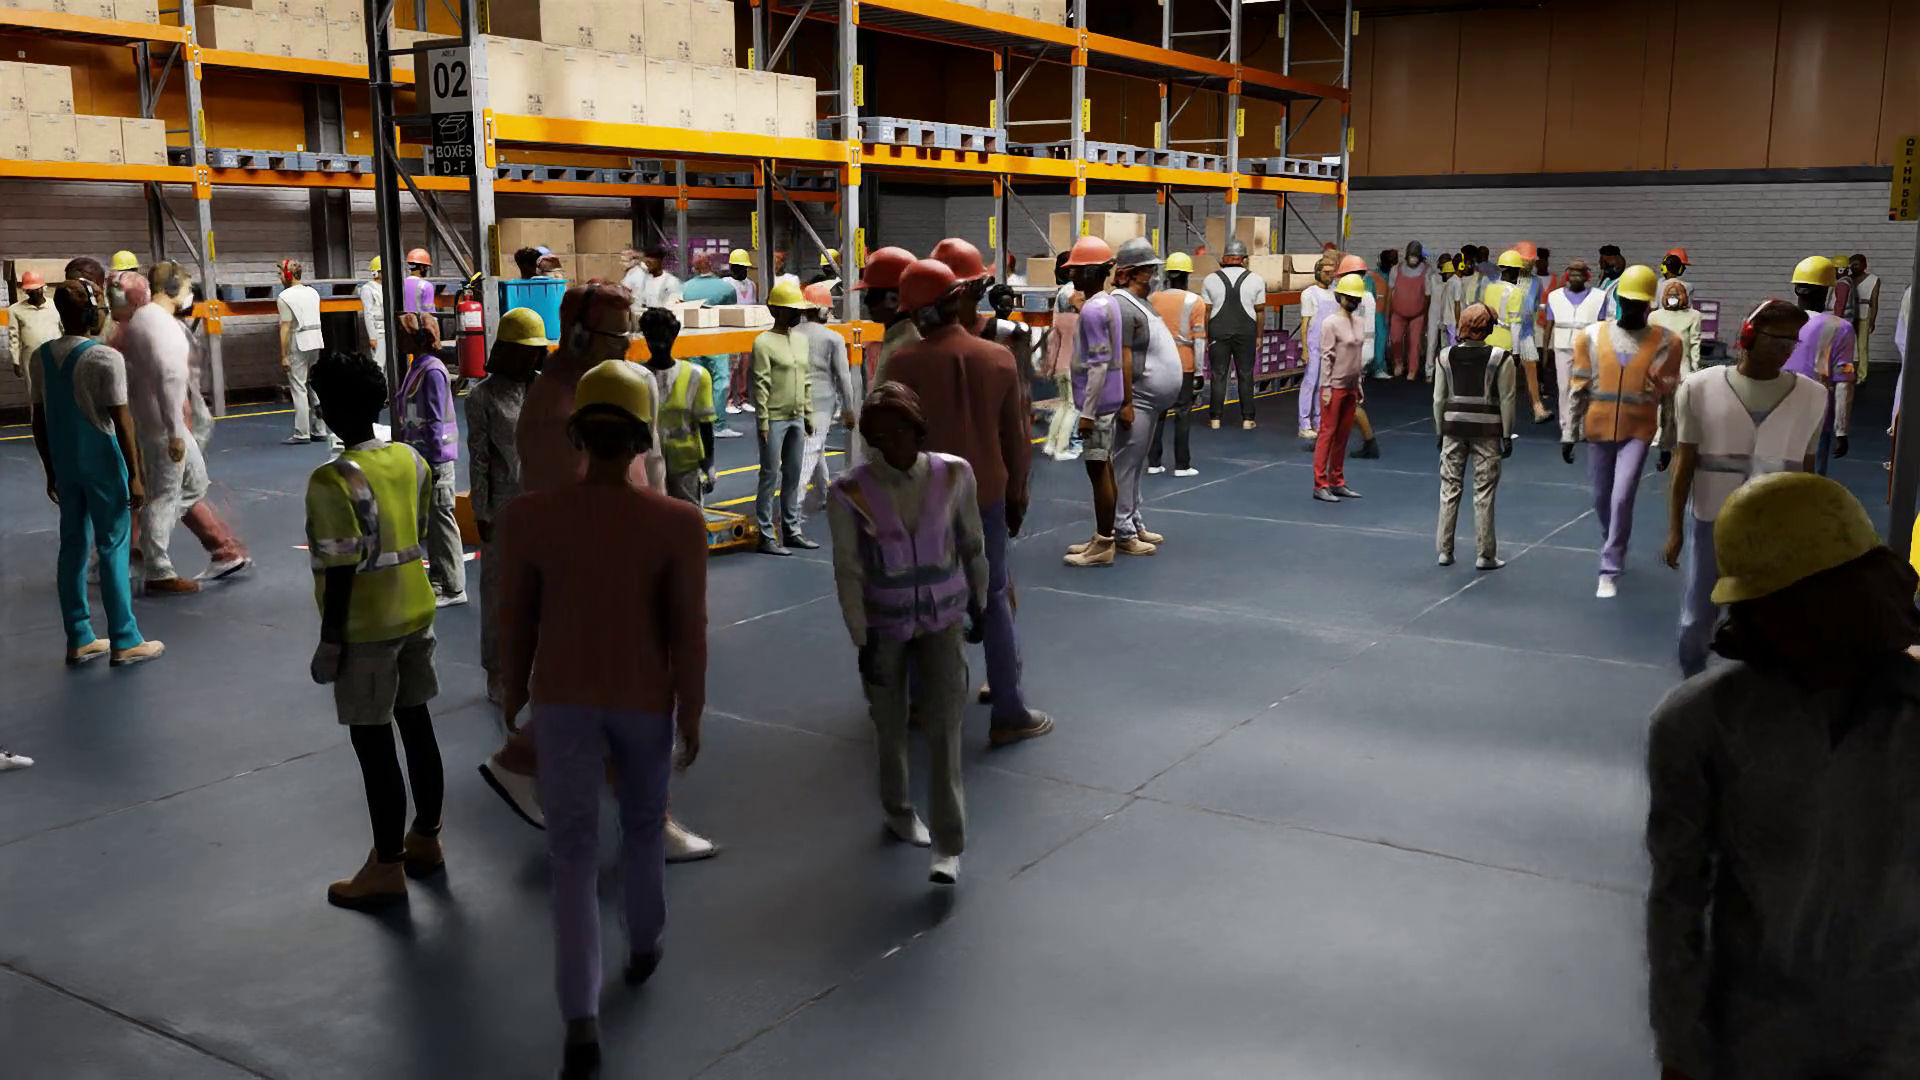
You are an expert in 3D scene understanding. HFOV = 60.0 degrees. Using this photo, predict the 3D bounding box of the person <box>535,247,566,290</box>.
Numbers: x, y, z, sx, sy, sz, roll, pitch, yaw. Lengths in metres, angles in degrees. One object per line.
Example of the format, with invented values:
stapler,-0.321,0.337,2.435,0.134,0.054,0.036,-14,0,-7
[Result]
person,-4.516,-2.217,18.172,0.396,1.946,0.617,3,11,15

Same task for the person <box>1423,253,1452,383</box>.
person,6.814,-3.127,23.518,0.503,1.840,0.341,2,11,13

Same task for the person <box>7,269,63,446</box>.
person,-9.064,-1.797,16.432,0.573,1.738,0.354,-5,11,-25

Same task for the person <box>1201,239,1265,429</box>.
person,2.935,-2.218,17.920,0.684,2.000,0.535,2,10,11

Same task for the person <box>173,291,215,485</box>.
person,-6.314,-1.232,13.579,0.371,1.626,0.536,-6,12,-31

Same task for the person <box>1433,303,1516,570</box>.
person,3.158,-0.632,10.246,0.512,1.641,0.307,8,13,37

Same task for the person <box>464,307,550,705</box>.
person,-1.900,-0.143,7.276,0.483,1.737,0.321,-10,14,-43

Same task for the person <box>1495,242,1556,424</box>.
person,6.176,-2.268,18.318,0.624,1.989,1.016,-3,11,-15

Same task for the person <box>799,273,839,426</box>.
person,-1.634,-2.099,18.314,0.741,1.669,0.556,6,12,29

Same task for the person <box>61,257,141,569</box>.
person,-5.266,-0.763,10.223,0.620,1.916,0.420,5,11,26

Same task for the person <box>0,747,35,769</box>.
person,-3.893,0.109,6.198,0.580,1.614,0.504,-1,10,-3

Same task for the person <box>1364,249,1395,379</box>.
person,6.139,-3.331,24.520,0.618,1.892,0.649,-8,13,-38

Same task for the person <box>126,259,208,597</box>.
person,-4.539,-0.635,9.502,0.452,1.909,0.718,-6,12,-30

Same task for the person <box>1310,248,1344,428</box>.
person,3.952,-2.134,17.739,0.372,1.940,0.632,-4,11,-20

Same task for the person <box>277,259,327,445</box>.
person,-6.534,-1.860,16.513,0.394,1.836,0.560,3,11,14

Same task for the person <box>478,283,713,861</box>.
person,-1.214,0.120,5.394,0.843,1.882,0.741,0,10,2

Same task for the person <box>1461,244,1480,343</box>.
person,8.149,-3.745,26.627,0.372,1.958,0.599,7,12,33

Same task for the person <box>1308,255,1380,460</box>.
person,3.591,-1.704,15.547,0.773,1.885,0.592,7,12,33

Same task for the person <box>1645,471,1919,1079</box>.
person,1.311,0.729,2.558,0.556,1.701,0.525,2,10,9

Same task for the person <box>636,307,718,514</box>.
person,-1.536,-0.375,8.691,0.546,1.671,0.551,-2,10,-12

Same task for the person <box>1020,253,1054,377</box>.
person,1.185,-3.335,24.688,0.649,1.832,0.572,-4,11,-22

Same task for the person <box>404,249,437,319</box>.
person,-6.118,-2.326,18.854,0.548,1.925,0.392,5,12,28

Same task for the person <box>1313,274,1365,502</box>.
person,2.986,-1.180,12.942,0.528,1.764,0.330,-10,14,-44

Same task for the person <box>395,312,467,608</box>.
person,-2.937,-0.442,9.223,0.311,1.633,0.519,-6,12,-28

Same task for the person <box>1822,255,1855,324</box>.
person,11.984,-2.974,22.718,0.403,1.824,0.593,6,12,30

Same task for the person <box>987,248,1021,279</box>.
person,0.808,-4.343,30.014,0.663,1.928,0.392,3,11,18

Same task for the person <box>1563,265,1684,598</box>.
person,3.855,-0.646,9.667,0.599,1.897,0.836,6,12,32

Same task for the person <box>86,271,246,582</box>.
person,-4.752,-0.649,9.811,0.960,1.867,0.650,-2,10,-9

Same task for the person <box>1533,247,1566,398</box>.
person,7.520,-2.811,21.526,0.632,1.937,0.682,1,10,4

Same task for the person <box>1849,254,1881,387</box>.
person,12.410,-3.034,23.032,0.410,1.830,0.575,-7,12,-34

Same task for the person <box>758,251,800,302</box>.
person,-2.412,-2.898,22.161,0.592,1.863,0.486,3,11,15

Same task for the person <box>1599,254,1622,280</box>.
person,10.412,-3.701,26.696,0.344,1.839,0.504,9,14,42

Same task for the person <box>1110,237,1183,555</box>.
person,1.176,-0.935,10.814,0.537,2.000,0.682,3,11,15

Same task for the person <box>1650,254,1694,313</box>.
person,8.108,-2.328,19.044,0.510,1.860,0.333,0,10,1

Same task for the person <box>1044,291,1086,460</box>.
person,1.048,-1.528,15.308,0.428,1.594,0.539,-10,14,-44
